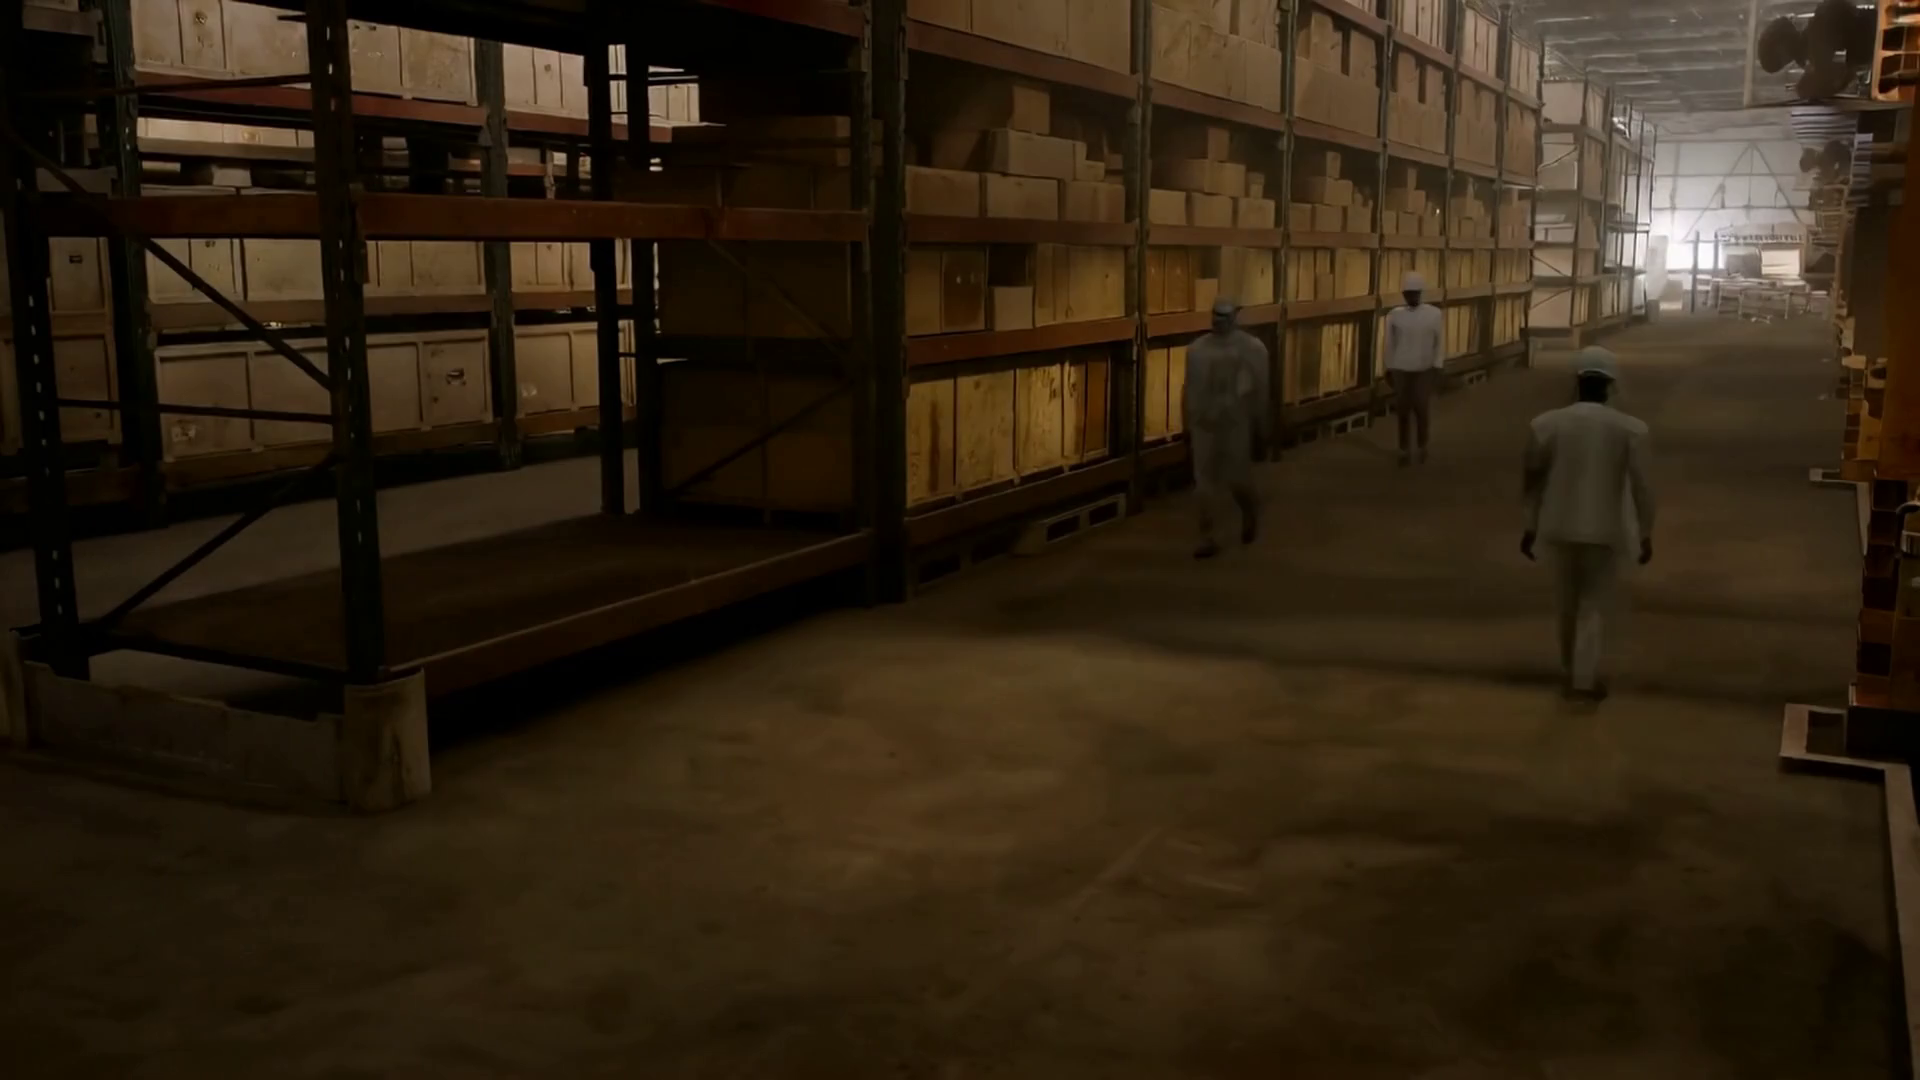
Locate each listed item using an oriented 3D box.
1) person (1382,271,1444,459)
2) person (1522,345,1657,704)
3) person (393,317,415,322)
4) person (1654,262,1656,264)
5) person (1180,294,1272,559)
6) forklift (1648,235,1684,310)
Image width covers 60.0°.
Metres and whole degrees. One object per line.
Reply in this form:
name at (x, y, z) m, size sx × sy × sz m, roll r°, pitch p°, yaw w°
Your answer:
person at (4.768, -1.833, 17.551) m, size 0.648 × 1.980 × 0.433 m, roll 5°, pitch 11°, yaw 28°
person at (3.066, -0.078, 8.097) m, size 0.603 × 1.732 × 0.465 m, roll 6°, pitch 11°, yaw 30°
person at (-6.880, -2.230, 20.589) m, size 0.490 × 1.730 × 0.358 m, roll 4°, pitch 11°, yaw 23°
person at (28.567, -10.504, 68.168) m, size 1.100 × 1.858 × 0.637 m, roll 5°, pitch 11°, yaw 28°
person at (1.911, -0.821, 11.972) m, size 0.649 × 1.889 × 0.616 m, roll 6°, pitch 11°, yaw 31°
forklift at (26.305, -10.105, 62.850) m, size 1.873 × 2.768 × 1.129 m, roll -2°, pitch 10°, yaw -13°
